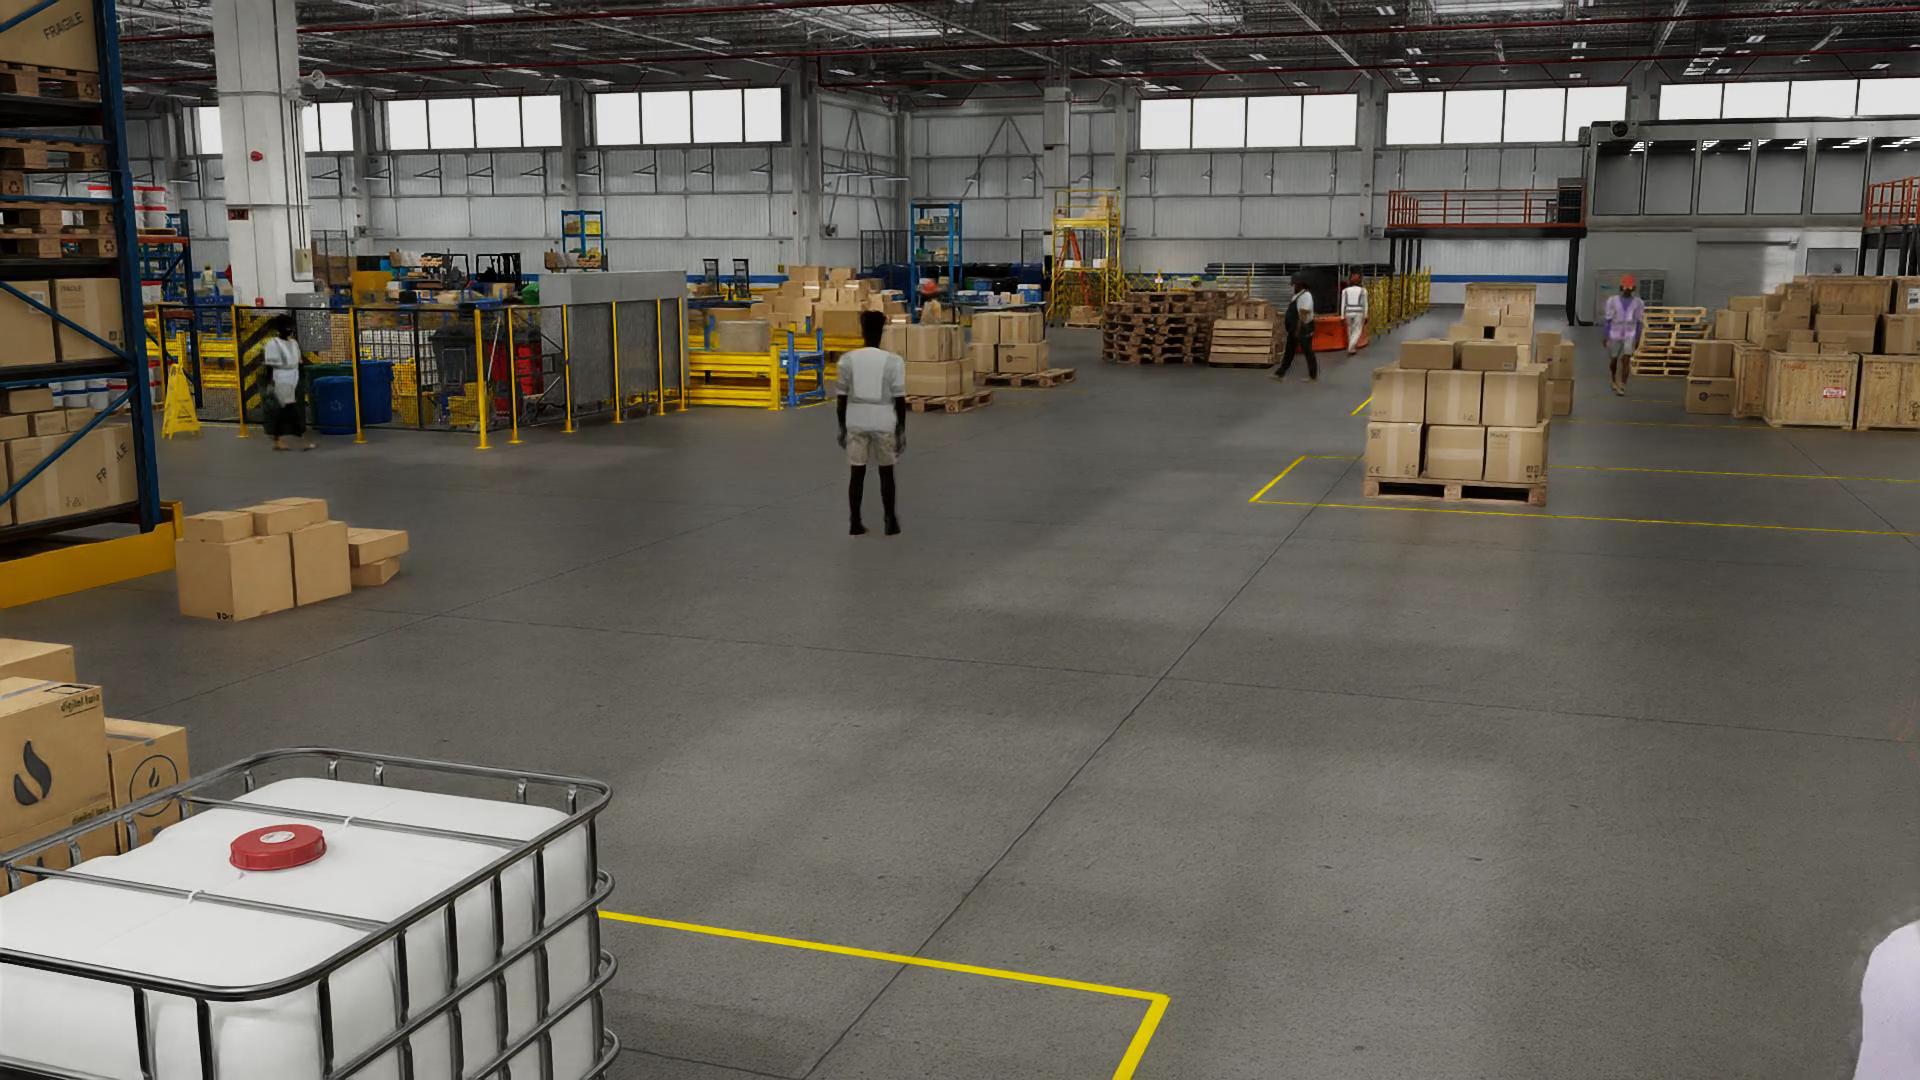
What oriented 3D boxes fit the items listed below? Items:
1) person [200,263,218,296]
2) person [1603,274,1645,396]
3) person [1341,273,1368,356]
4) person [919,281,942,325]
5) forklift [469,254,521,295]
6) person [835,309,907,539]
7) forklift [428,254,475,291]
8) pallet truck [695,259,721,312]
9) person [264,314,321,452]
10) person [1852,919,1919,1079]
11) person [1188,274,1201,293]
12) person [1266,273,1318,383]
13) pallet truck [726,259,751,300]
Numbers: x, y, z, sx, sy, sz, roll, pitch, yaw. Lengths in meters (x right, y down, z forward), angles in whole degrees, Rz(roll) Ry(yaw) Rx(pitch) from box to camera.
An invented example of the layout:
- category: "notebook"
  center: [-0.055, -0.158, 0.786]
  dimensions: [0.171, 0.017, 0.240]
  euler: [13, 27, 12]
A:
- category: "person"
  center: [-29.162, -9.862, 64.608]
  dimensions: [0.624, 1.809, 0.476]
  euler: [-4, 11, -20]
- category: "person"
  center: [11.066, -3.423, 27.767]
  dimensions: [0.626, 2.029, 0.739]
  euler: [4, 11, 20]
- category: "person"
  center: [8.825, -5.034, 37.267]
  dimensions: [0.591, 1.870, 0.622]
  euler: [5, 11, 28]
- category: "person"
  center: [-0.484, -3.432, 28.172]
  dimensions: [0.645, 1.889, 0.559]
  euler: [-3, 11, -19]
- category: "forklift"
  center: [-17.990, -10.121, 64.684]
  dimensions: [1.157, 1.987, 2.680]
  euler: [3, 11, 17]
- category: "person"
  center: [-0.753, -0.981, 14.181]
  dimensions: [0.614, 1.962, 0.362]
  euler: [1, 10, 8]
- category: "forklift"
  center: [-20.133, -10.254, 65.465]
  dimensions: [1.157, 1.987, 2.680]
  euler: [3, 11, 19]
- category: "pallet truck"
  center: [-9.165, -9.627, 62.776]
  dimensions: [0.823, 1.965, 1.885]
  euler: [4, 11, 23]
- category: "person"
  center: [-8.040, -1.882, 20.076]
  dimensions: [0.819, 1.656, 0.557]
  euler: [2, 10, 13]
- category: "person"
  center: [1.556, 1.130, 2.431]
  dimensions: [0.550, 1.913, 0.870]
  euler: [3, 11, 17]
- category: "person"
  center: [6.040, -5.921, 42.574]
  dimensions: [0.654, 1.747, 0.535]
  euler: [-6, 12, -31]
- category: "person"
  center: [6.059, -3.847, 30.103]
  dimensions: [0.971, 2.000, 0.701]
  euler: [-2, 10, -9]
- category: "pallet truck"
  center: [-7.986, -9.493, 62.019]
  dimensions: [0.823, 1.965, 1.885]
  euler: [3, 11, 17]
